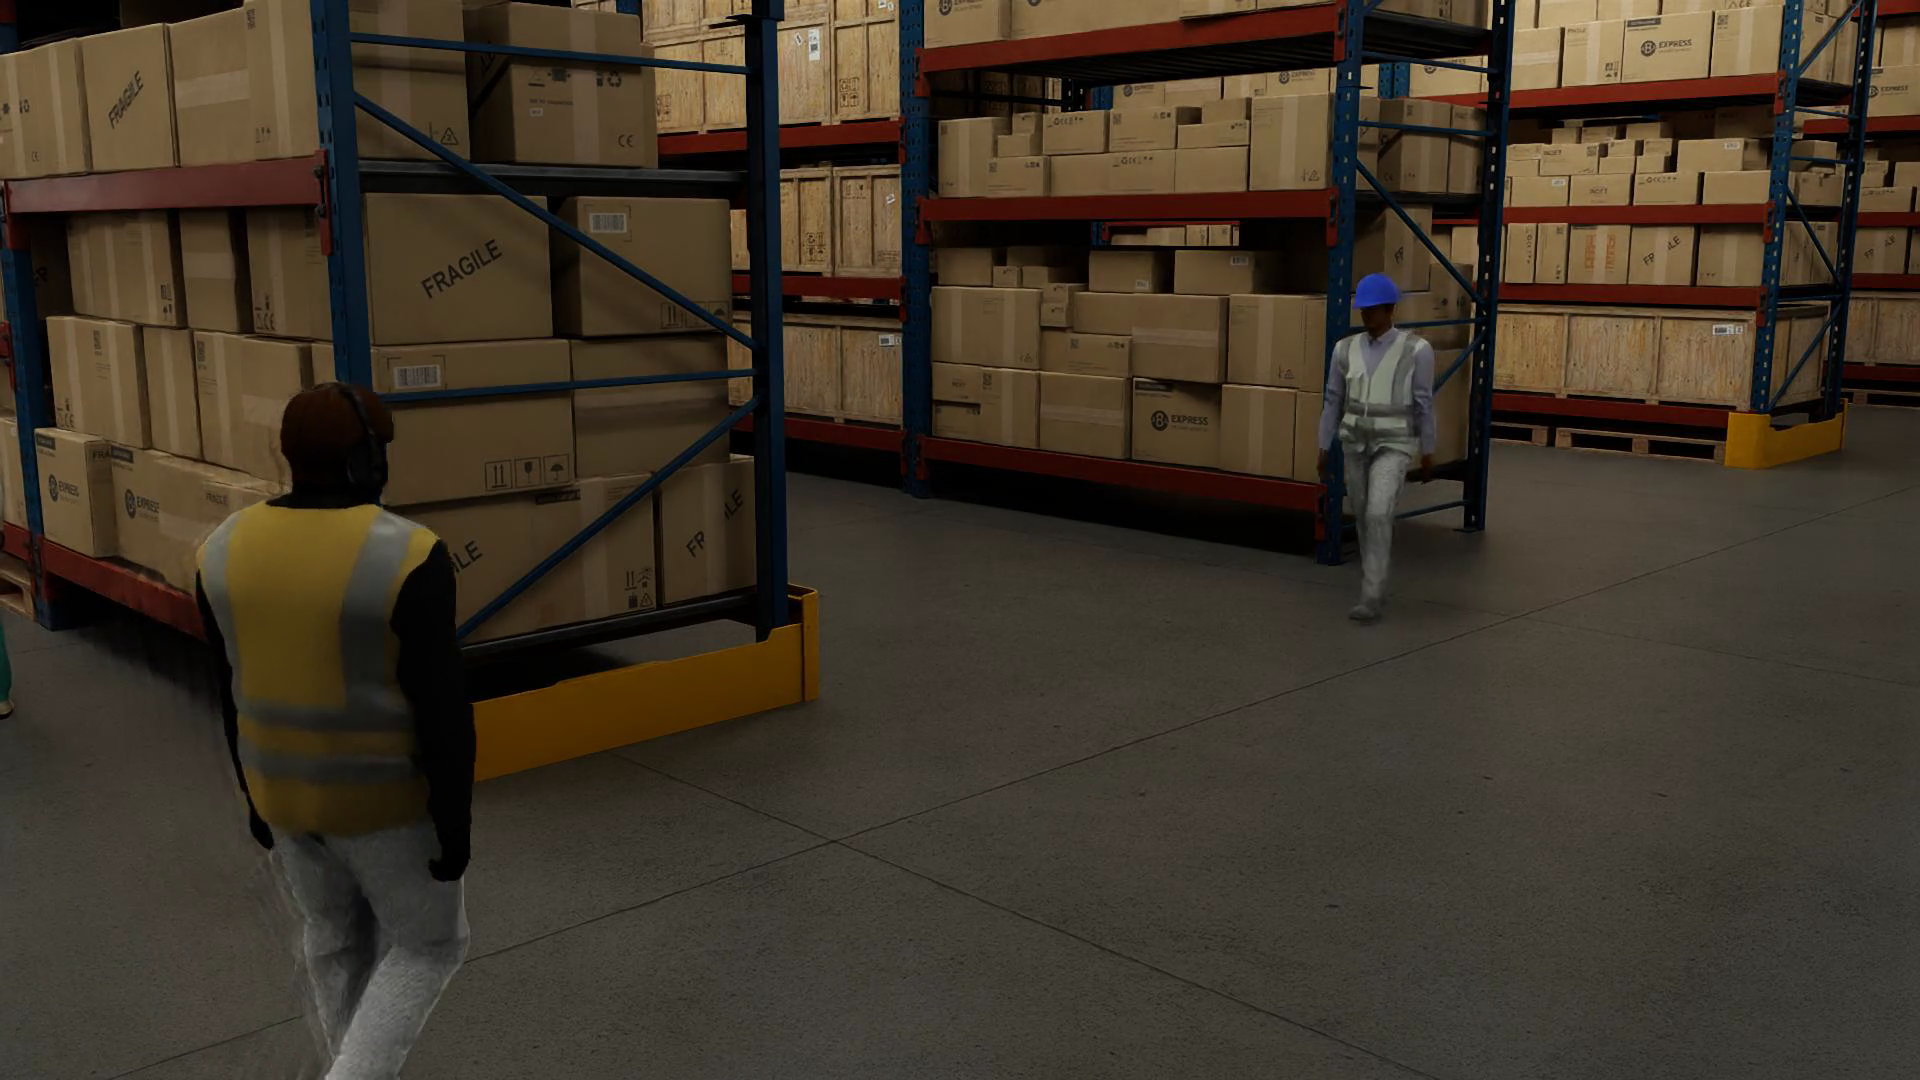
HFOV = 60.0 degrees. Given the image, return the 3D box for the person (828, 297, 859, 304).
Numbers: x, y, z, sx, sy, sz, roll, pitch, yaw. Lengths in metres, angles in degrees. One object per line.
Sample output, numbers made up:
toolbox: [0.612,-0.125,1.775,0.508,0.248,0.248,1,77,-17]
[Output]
person: [-1.446,-2.372,20.234,0.519,1.619,0.585,-8,13,-38]

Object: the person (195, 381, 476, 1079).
person: [-1.352,0.567,3.651,0.628,1.826,0.566,3,11,16]

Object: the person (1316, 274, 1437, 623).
person: [2.246,-0.502,9.223,0.638,1.911,0.836,9,14,40]

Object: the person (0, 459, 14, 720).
person: [-4.418,-0.056,7.199,0.523,1.769,0.313,-9,14,-41]
